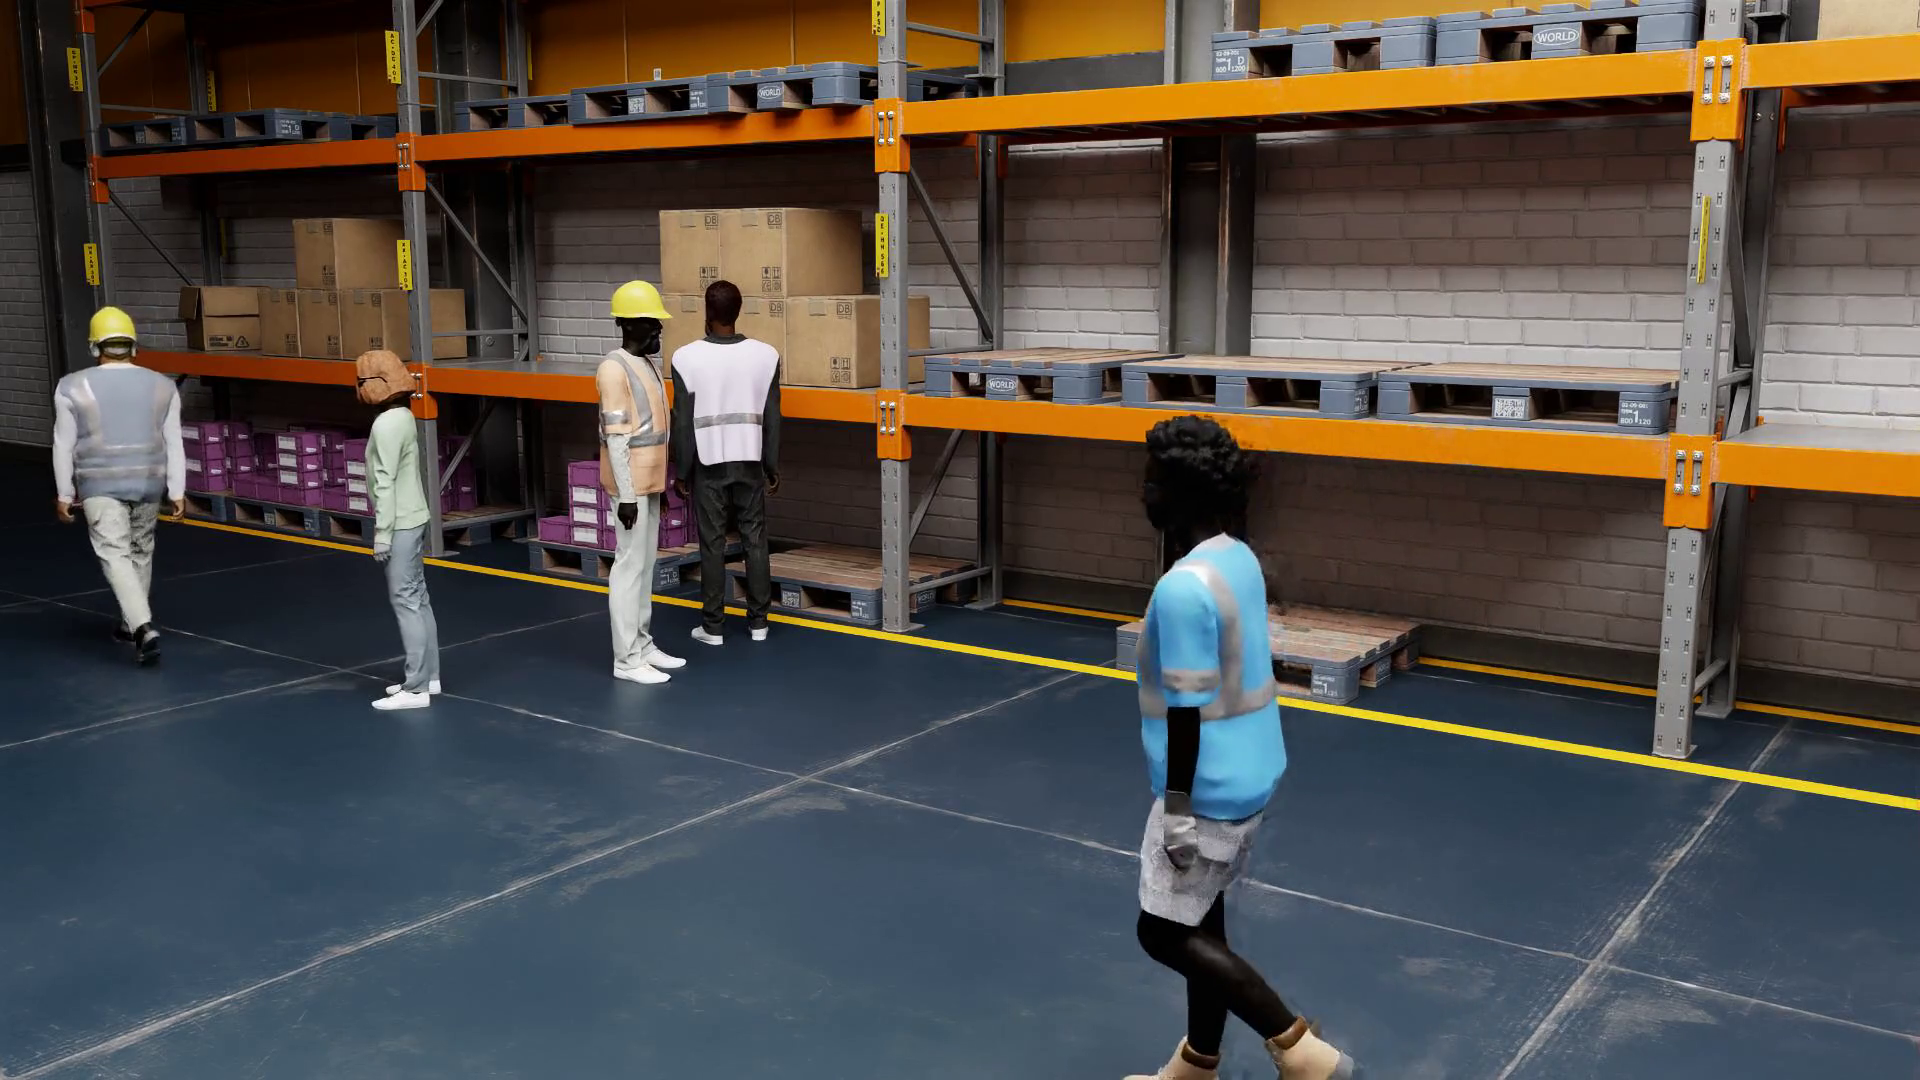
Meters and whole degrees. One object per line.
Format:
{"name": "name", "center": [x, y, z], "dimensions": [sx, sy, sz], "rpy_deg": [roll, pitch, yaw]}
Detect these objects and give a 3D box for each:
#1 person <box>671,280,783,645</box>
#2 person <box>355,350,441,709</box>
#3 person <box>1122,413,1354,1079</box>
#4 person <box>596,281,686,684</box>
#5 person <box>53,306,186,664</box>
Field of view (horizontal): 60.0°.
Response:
{"name": "person", "center": [-1.222, -0.402, 8.787], "dimensions": [0.594, 1.921, 0.387], "rpy_deg": [-4, 10, -23]}
{"name": "person", "center": [-2.559, -0.047, 7.561], "dimensions": [0.286, 1.624, 0.494], "rpy_deg": [-2, 10, -10]}
{"name": "person", "center": [0.624, 0.557, 3.776], "dimensions": [0.488, 1.682, 0.543], "rpy_deg": [4, 10, 24]}
{"name": "person", "center": [-1.543, -0.279, 8.037], "dimensions": [0.367, 1.927, 0.587], "rpy_deg": [1, 10, 5]}
{"name": "person", "center": [-4.236, -0.279, 8.436], "dimensions": [0.590, 1.803, 0.892], "rpy_deg": [-9, 13, -42]}
